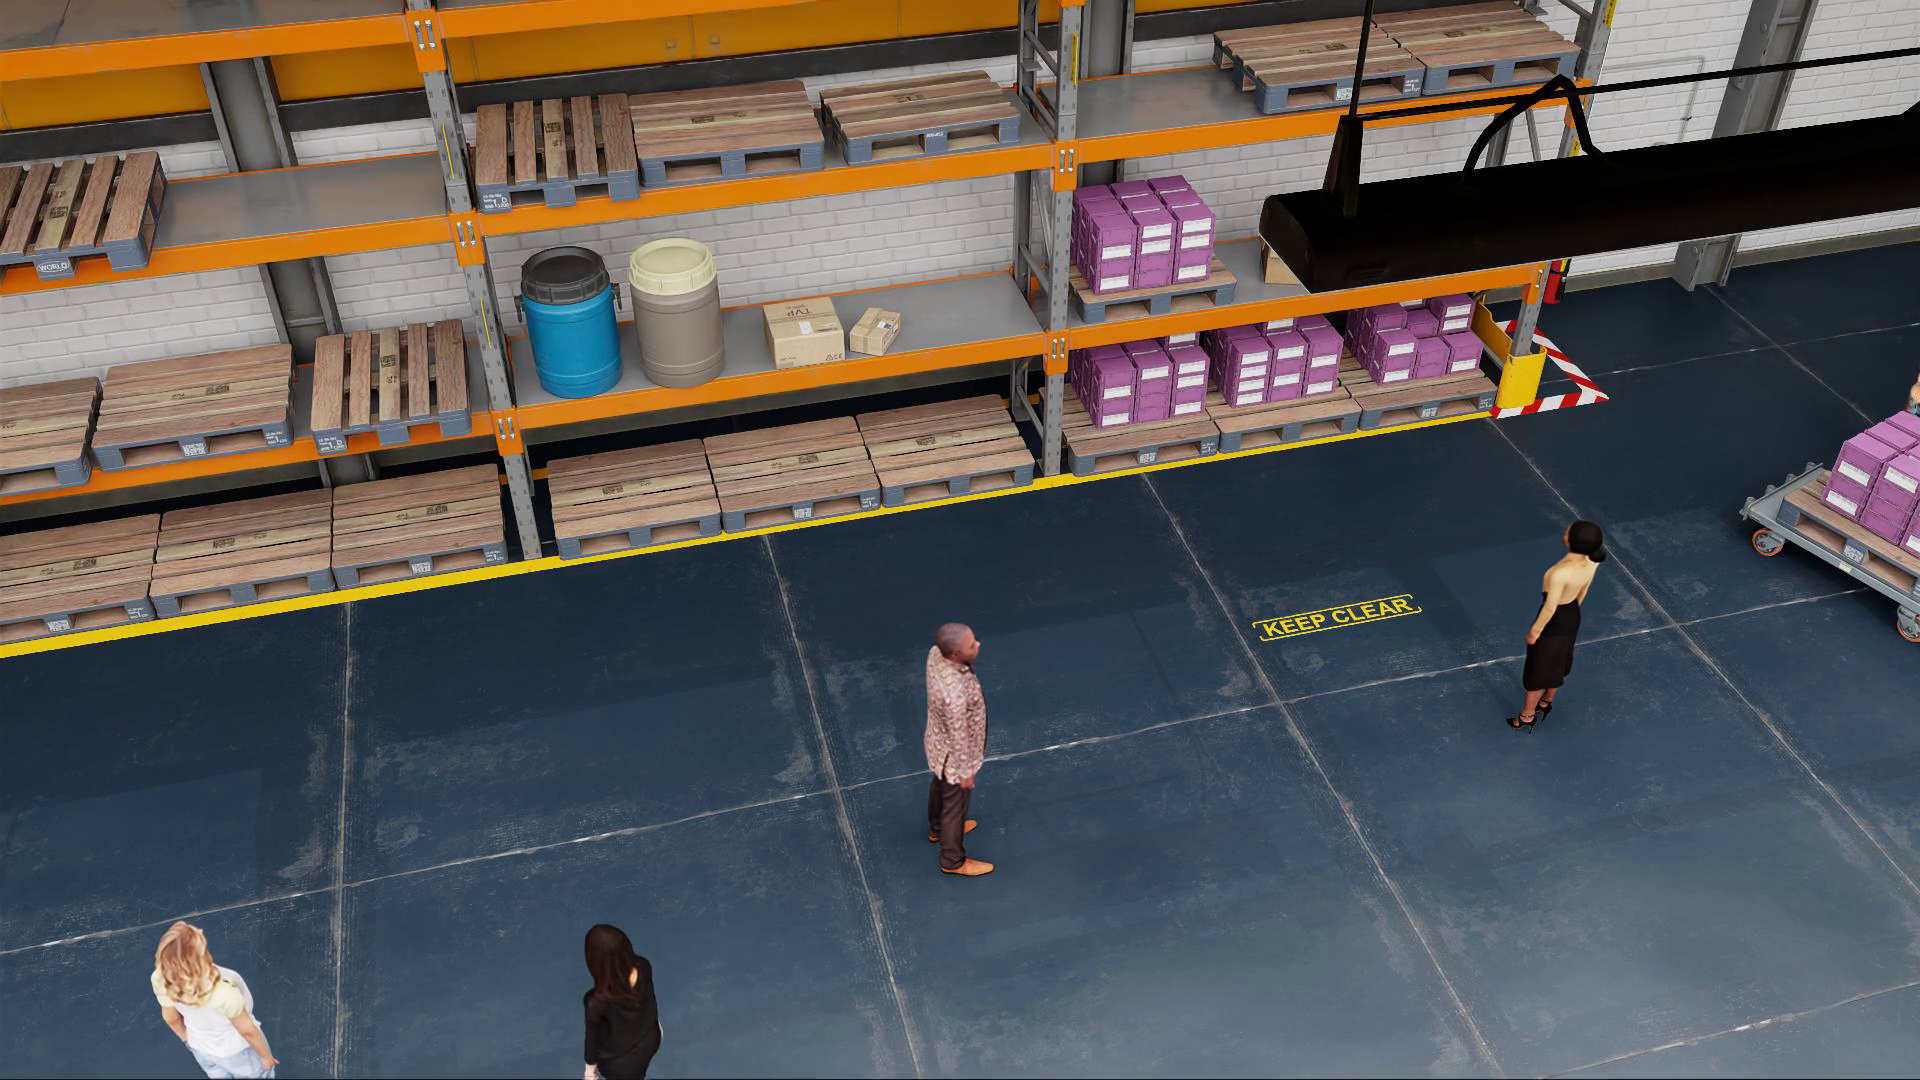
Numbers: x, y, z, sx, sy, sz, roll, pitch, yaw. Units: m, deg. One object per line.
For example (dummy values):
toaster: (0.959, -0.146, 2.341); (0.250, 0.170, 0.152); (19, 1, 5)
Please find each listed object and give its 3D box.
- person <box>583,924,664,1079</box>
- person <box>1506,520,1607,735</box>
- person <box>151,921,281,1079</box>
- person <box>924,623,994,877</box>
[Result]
person: (-1.548, 2.480, 8.002); (1.056, 1.621, 1.014); (21, 43, 25)
person: (3.728, 0.539, 10.407); (0.583, 1.653, 0.697); (-25, 45, -28)
person: (-3.520, 2.430, 7.984); (0.648, 1.722, 0.772); (8, 39, 10)
person: (-0.046, 1.171, 9.491); (0.576, 1.808, 0.687); (-8, 39, -10)
